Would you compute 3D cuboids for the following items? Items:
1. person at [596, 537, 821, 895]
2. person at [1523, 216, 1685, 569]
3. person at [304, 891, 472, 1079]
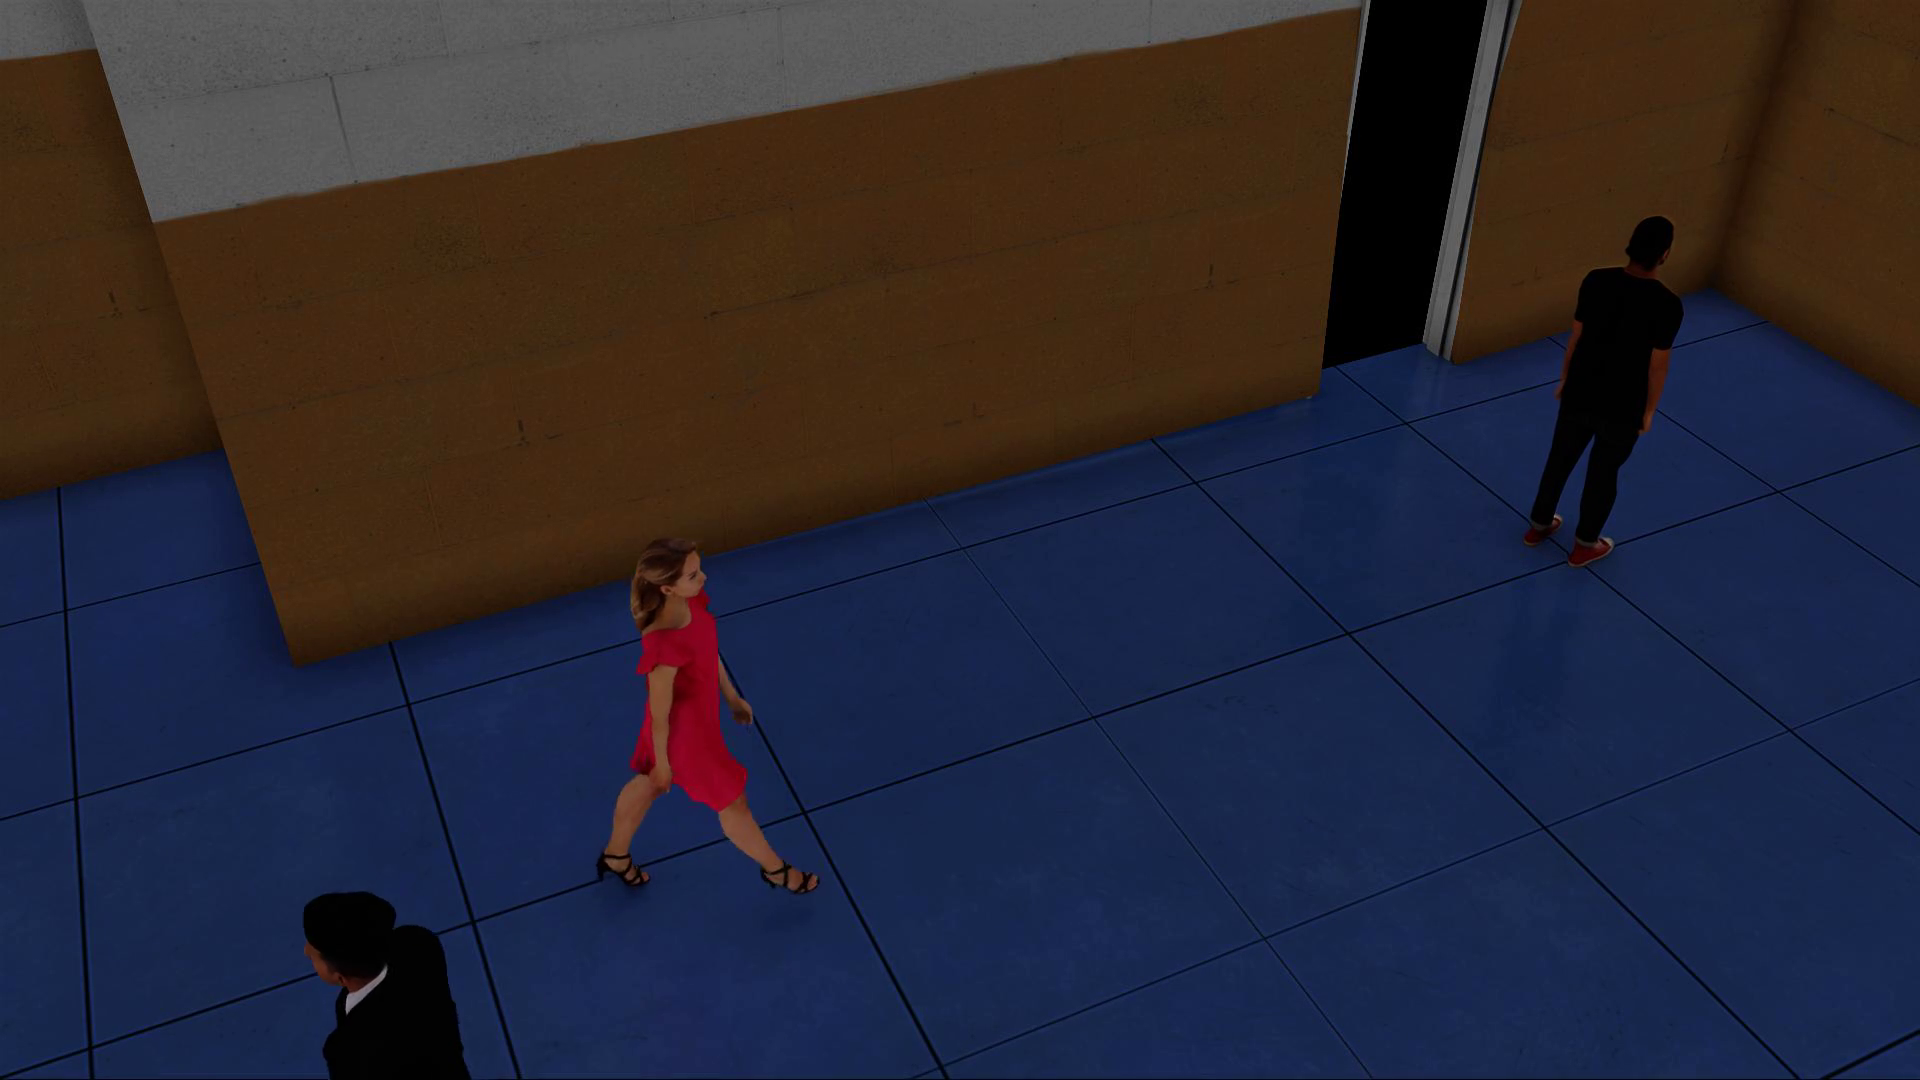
[{"bbox_3d":[-1.076,0.680,5.899,0.918,1.672,1.085,-1,37,-2],"label":"person"},{"bbox_3d":[2.957,-0.664,7.620,0.617,1.756,0.754,29,45,33],"label":"person"},{"bbox_3d":[-1.347,1.616,4.509,1.142,1.845,1.280,1,37,1],"label":"person"}]
